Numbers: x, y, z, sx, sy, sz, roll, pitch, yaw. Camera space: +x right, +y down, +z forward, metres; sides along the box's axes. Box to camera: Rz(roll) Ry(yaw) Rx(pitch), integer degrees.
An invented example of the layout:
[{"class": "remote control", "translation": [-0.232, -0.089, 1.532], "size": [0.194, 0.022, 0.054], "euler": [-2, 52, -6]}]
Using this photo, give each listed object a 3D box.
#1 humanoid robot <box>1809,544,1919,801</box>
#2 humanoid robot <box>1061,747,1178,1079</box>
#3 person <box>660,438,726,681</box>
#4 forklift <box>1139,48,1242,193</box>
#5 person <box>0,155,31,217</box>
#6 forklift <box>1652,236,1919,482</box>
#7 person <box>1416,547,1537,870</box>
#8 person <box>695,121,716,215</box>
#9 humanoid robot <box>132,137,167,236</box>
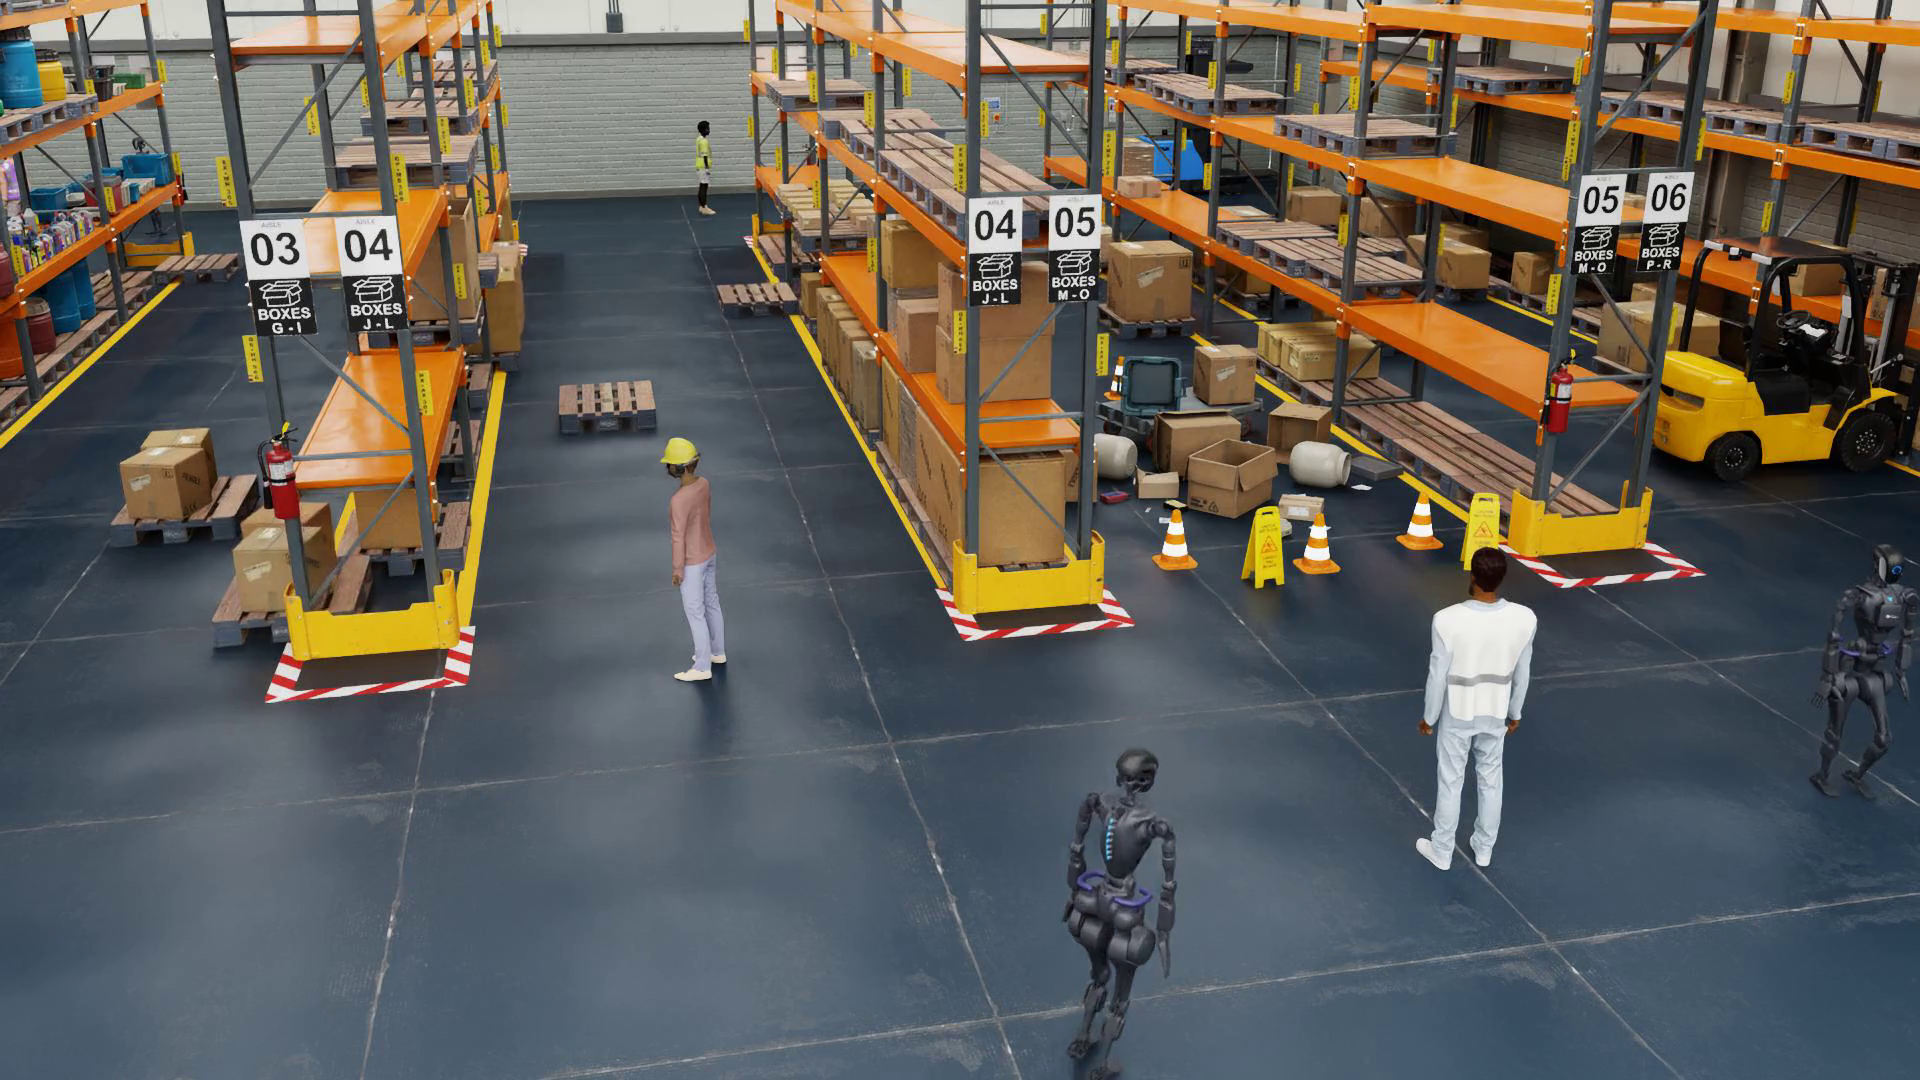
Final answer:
[{"class": "humanoid robot", "translation": [5.439, 0.797, 10.034], "size": [0.589, 1.644, 0.369], "euler": [-3, 21, -8]}, {"class": "humanoid robot", "translation": [0.699, 1.712, 7.578], "size": [0.607, 1.632, 0.407], "euler": [15, 25, 35]}, {"class": "person", "translation": [-1.902, 0.129, 11.722], "size": [0.348, 1.759, 0.521], "euler": [5, 21, 14]}, {"class": "forklift", "translation": [4.566, -8.313, 32.860], "size": [1.873, 2.768, 1.129], "euler": [-4, 21, -12]}, {"class": "person", "translation": [-15.346, -5.545, 27.097], "size": [0.348, 1.688, 0.490], "euler": [11, 23, 26]}, {"class": "forklift", "translation": [8.013, -1.814, 16.330], "size": [2.313, 2.155, 1.214], "euler": [-4, 21, -12]}, {"class": "person", "translation": [2.861, 0.952, 9.274], "size": [0.589, 1.919, 0.393], "euler": [-2, 20, -5]}, {"class": "person", "translation": [-4.696, -6.849, 30.586], "size": [0.320, 1.698, 0.536], "euler": [-6, 21, -16]}, {"class": "humanoid robot", "translation": [-13.901, -6.052, 28.456], "size": [0.315, 1.657, 0.599], "euler": [-17, 26, -38]}]
